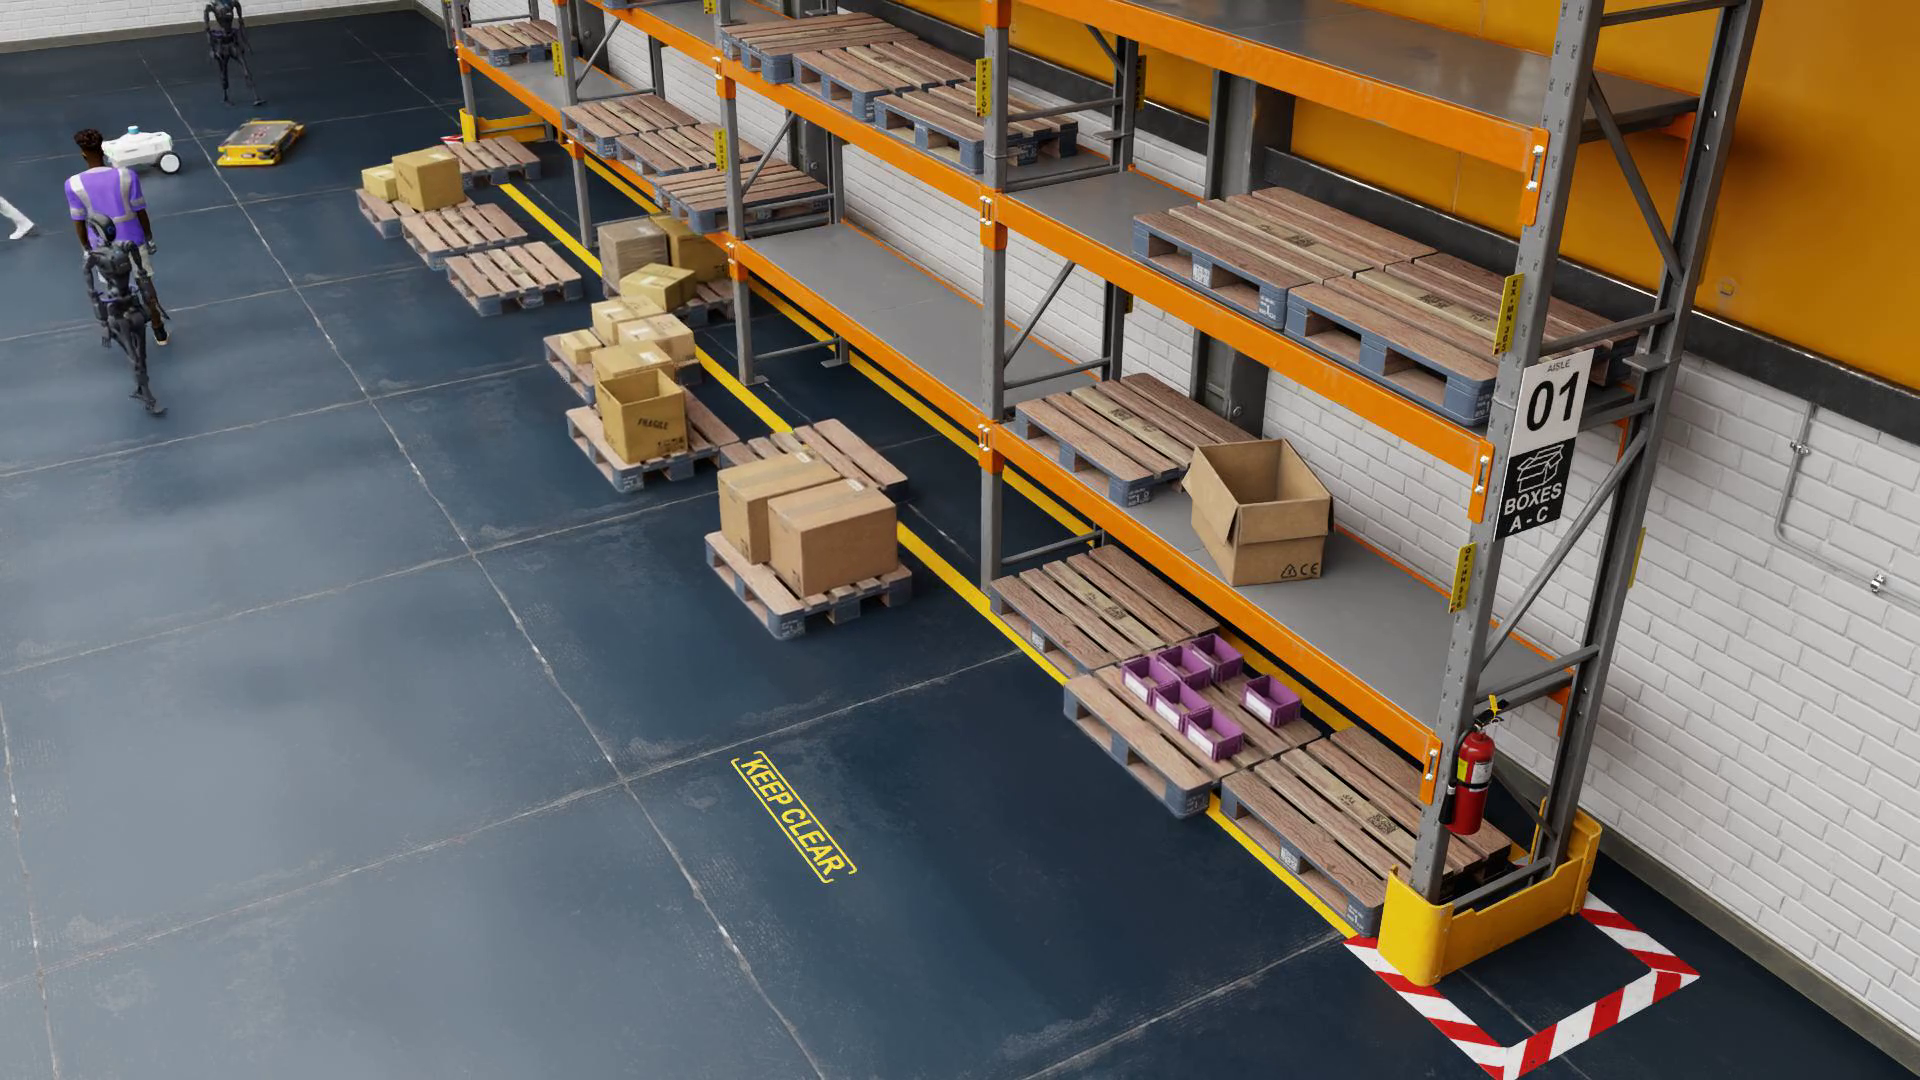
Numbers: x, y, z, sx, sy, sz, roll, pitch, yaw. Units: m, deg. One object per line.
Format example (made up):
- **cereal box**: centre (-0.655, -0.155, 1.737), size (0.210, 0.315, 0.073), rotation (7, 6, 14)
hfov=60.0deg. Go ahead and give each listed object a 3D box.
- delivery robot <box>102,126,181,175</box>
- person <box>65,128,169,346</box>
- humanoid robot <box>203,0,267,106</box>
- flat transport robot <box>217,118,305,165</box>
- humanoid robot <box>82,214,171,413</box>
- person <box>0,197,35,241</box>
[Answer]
- **delivery robot**: centre (-9.493, -4.498, 19.257), size (0.742, 0.570, 0.499), rotation (-25, 38, -36)
- **person**: centre (-7.372, -2.617, 14.541), size (0.601, 1.958, 0.375), rotation (-14, 32, -23)
- **humanoid robot**: centre (-9.502, -6.444, 21.622), size (0.776, 1.617, 0.611), rotation (20, 35, 31)
- **flat transport robot**: centre (-8.462, -4.820, 20.142), size (0.659, 0.231, 1.431), rotation (-3, 30, -5)
- **humanoid robot**: centre (-6.703, -1.849, 13.481), size (0.633, 1.639, 0.601), rotation (14, 32, 22)
- **person**: centre (-10.108, -3.809, 16.940), size (0.882, 1.657, 0.527), rotation (-9, 31, -16)
